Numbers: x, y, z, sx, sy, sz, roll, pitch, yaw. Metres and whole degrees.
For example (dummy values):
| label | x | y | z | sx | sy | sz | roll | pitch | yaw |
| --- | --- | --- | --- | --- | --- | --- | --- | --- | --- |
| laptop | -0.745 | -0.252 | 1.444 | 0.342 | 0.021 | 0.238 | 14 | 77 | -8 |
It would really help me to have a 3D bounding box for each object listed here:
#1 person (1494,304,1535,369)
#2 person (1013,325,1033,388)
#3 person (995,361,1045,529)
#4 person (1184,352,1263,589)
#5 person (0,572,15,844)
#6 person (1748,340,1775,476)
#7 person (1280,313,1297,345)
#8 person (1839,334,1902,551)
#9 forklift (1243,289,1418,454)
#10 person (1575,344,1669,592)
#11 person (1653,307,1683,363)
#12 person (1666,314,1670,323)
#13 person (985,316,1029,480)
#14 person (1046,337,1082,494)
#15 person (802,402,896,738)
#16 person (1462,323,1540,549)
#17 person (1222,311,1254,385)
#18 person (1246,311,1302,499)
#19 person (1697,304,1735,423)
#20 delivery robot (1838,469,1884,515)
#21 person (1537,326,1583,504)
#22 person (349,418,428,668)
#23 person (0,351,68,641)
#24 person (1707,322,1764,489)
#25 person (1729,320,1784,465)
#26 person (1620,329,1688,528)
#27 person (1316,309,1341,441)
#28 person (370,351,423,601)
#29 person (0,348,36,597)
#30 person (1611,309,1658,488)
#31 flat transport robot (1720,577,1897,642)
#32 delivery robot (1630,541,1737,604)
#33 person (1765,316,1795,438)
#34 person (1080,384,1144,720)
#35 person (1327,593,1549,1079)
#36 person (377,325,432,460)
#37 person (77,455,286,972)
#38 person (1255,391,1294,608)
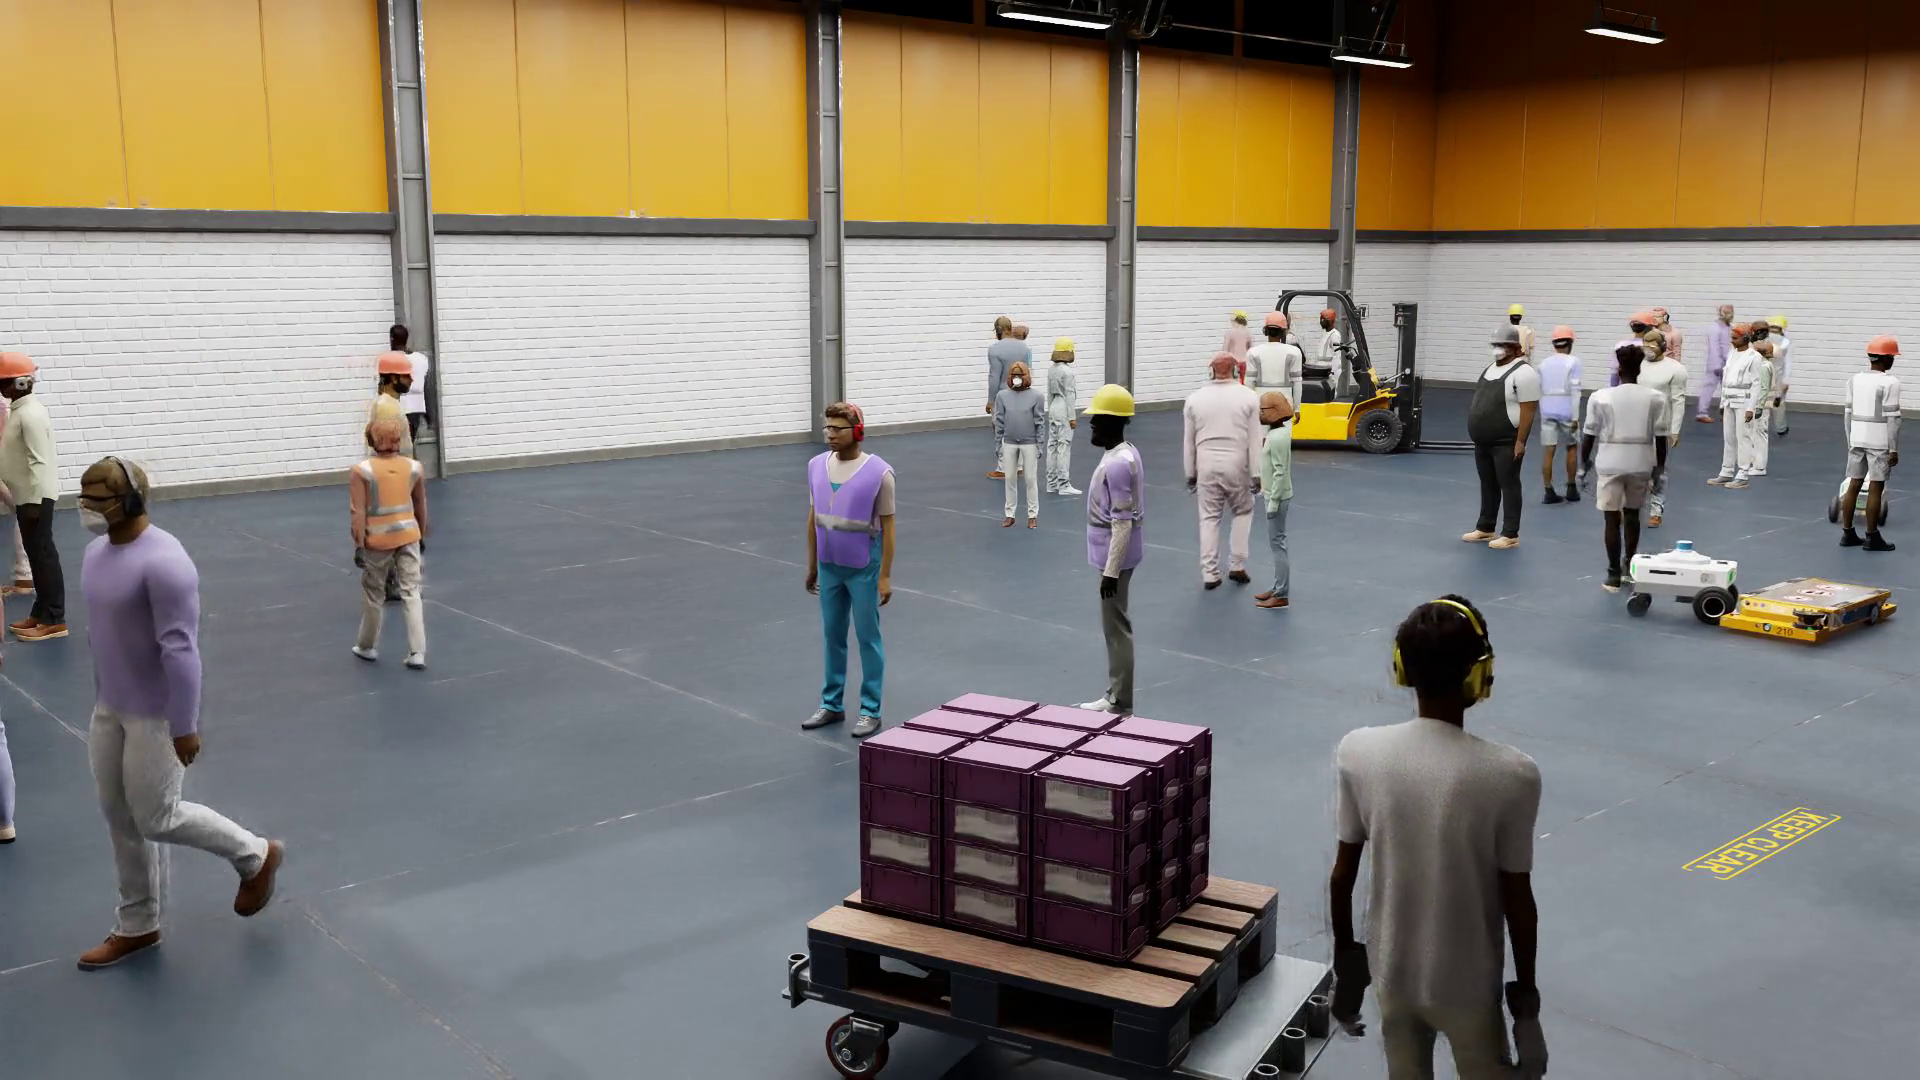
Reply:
| label | x | y | z | sx | sy | sz | roll | pitch | yaw |
| --- | --- | --- | --- | --- | --- | --- | --- | --- | --- |
| person | 8.251 | -2.552 | 24.813 | 0.594 | 1.924 | 0.382 | 0 | 10 | 3 |
| person | 0.833 | -2.394 | 24.765 | 0.516 | 1.622 | 0.658 | 8 | 12 | 38 |
| person | 0.579 | -0.919 | 16.142 | 0.501 | 1.626 | 0.282 | 3 | 10 | 17 |
| person | 2.105 | -0.555 | 13.278 | 0.661 | 1.872 | 0.623 | 4 | 11 | 23 |
| person | -4.435 | 0.523 | 7.283 | 0.311 | 1.768 | 0.524 | 4 | 11 | 24 |
| person | 9.622 | -1.585 | 19.998 | 0.308 | 1.636 | 0.524 | 5 | 11 | 25 |
| person | 4.713 | -2.447 | 24.591 | 0.782 | 1.795 | 0.546 | 1 | 10 | 5 |
| person | 8.207 | -0.871 | 14.943 | 0.361 | 1.938 | 0.545 | -3 | 10 | -19 |
| forklift | 5.034 | -2.339 | 22.783 | 2.313 | 2.155 | 1.214 | 3 | 10 | 16 |
| person | 5.236 | -0.581 | 13.200 | 0.636 | 1.939 | 0.676 | 1 | 10 | 7 |
| person | 10.054 | -2.411 | 24.053 | 0.409 | 1.905 | 0.651 | -9 | 13 | -43 |
| person | 11.749 | -2.968 | 27.927 | 0.319 | 1.696 | 0.532 | -8 | 13 | -40 |
| person | 0.545 | -1.674 | 19.657 | 0.372 | 1.935 | 0.627 | 9 | 14 | 44 |
| person | 1.149 | -1.379 | 18.483 | 0.296 | 1.745 | 0.485 | -5 | 11 | -27 |
| person | -0.599 | 0.158 | 9.191 | 0.564 | 1.844 | 0.395 | 6 | 12 | 33 |
| person | 4.868 | -0.949 | 15.093 | 0.539 | 2.000 | 0.689 | -3 | 10 | -18 |
| person | 4.585 | -2.878 | 27.324 | 0.617 | 1.728 | 0.373 | -3 | 10 | -18 |
| person | 3.401 | -1.457 | 18.064 | 0.608 | 2.044 | 0.370 | 2 | 10 | 14 |
| person | 12.072 | -2.750 | 26.131 | 0.664 | 1.870 | 0.878 | -8 | 12 | -39 |
| delivery robot | 8.967 | -0.499 | 16.530 | 0.477 | 0.478 | 0.707 | 6 | 12 | 32 |
| person | 6.436 | -1.341 | 17.856 | 0.715 | 1.883 | 0.549 | -9 | 13 | -44 |
| person | -3.680 | 0.015 | 10.700 | 0.540 | 1.603 | 0.709 | -9 | 13 | -41 |
| person | -6.421 | -0.308 | 11.477 | 0.376 | 1.995 | 0.611 | -7 | 12 | -36 |
| person | 8.855 | -1.529 | 18.943 | 0.355 | 1.887 | 0.574 | -2 | 10 | -11 |
| person | 10.016 | -1.849 | 20.966 | 0.662 | 1.830 | 0.525 | 3 | 10 | 16 |
| person | 6.714 | -1.084 | 16.204 | 0.627 | 1.934 | 0.372 | 9 | 13 | 43 |
| person | 5.277 | -2.363 | 23.830 | 0.354 | 1.886 | 0.572 | 0 | 10 | -1 |
| person | -4.271 | -0.469 | 12.629 | 0.412 | 1.923 | 0.541 | -4 | 10 | -22 |
| person | -7.379 | -0.536 | 12.857 | 0.655 | 1.971 | 0.718 | 8 | 13 | 39 |
| person | 7.727 | -1.607 | 18.947 | 0.395 | 2.038 | 0.615 | -7 | 12 | -35 |
| flat transport robot | 6.089 | 0.480 | 11.901 | 1.431 | 0.197 | 0.652 | -8 | 13 | -41 |
| delivery robot | 5.279 | 0.248 | 12.156 | 0.707 | 0.478 | 0.477 | 5 | 11 | 26 |
| person | 11.702 | -2.332 | 23.953 | 0.926 | 1.782 | 0.599 | -10 | 14 | -44 |
| person | 0.847 | 0.091 | 9.327 | 0.361 | 1.928 | 0.594 | 1 | 10 | 5 |
| person | 1.107 | 1.054 | 3.906 | 0.557 | 1.855 | 0.460 | 8 | 13 | 40 |
| person | -6.028 | -1.355 | 17.863 | 0.660 | 1.900 | 0.620 | 6 | 11 | 31 |
| person | -2.996 | 0.624 | 6.255 | 0.636 | 1.924 | 0.669 | 7 | 12 | 37 |
| person | 2.359 | -0.301 | 12.491 | 0.271 | 1.631 | 0.507 | 2 | 10 | 11 |
